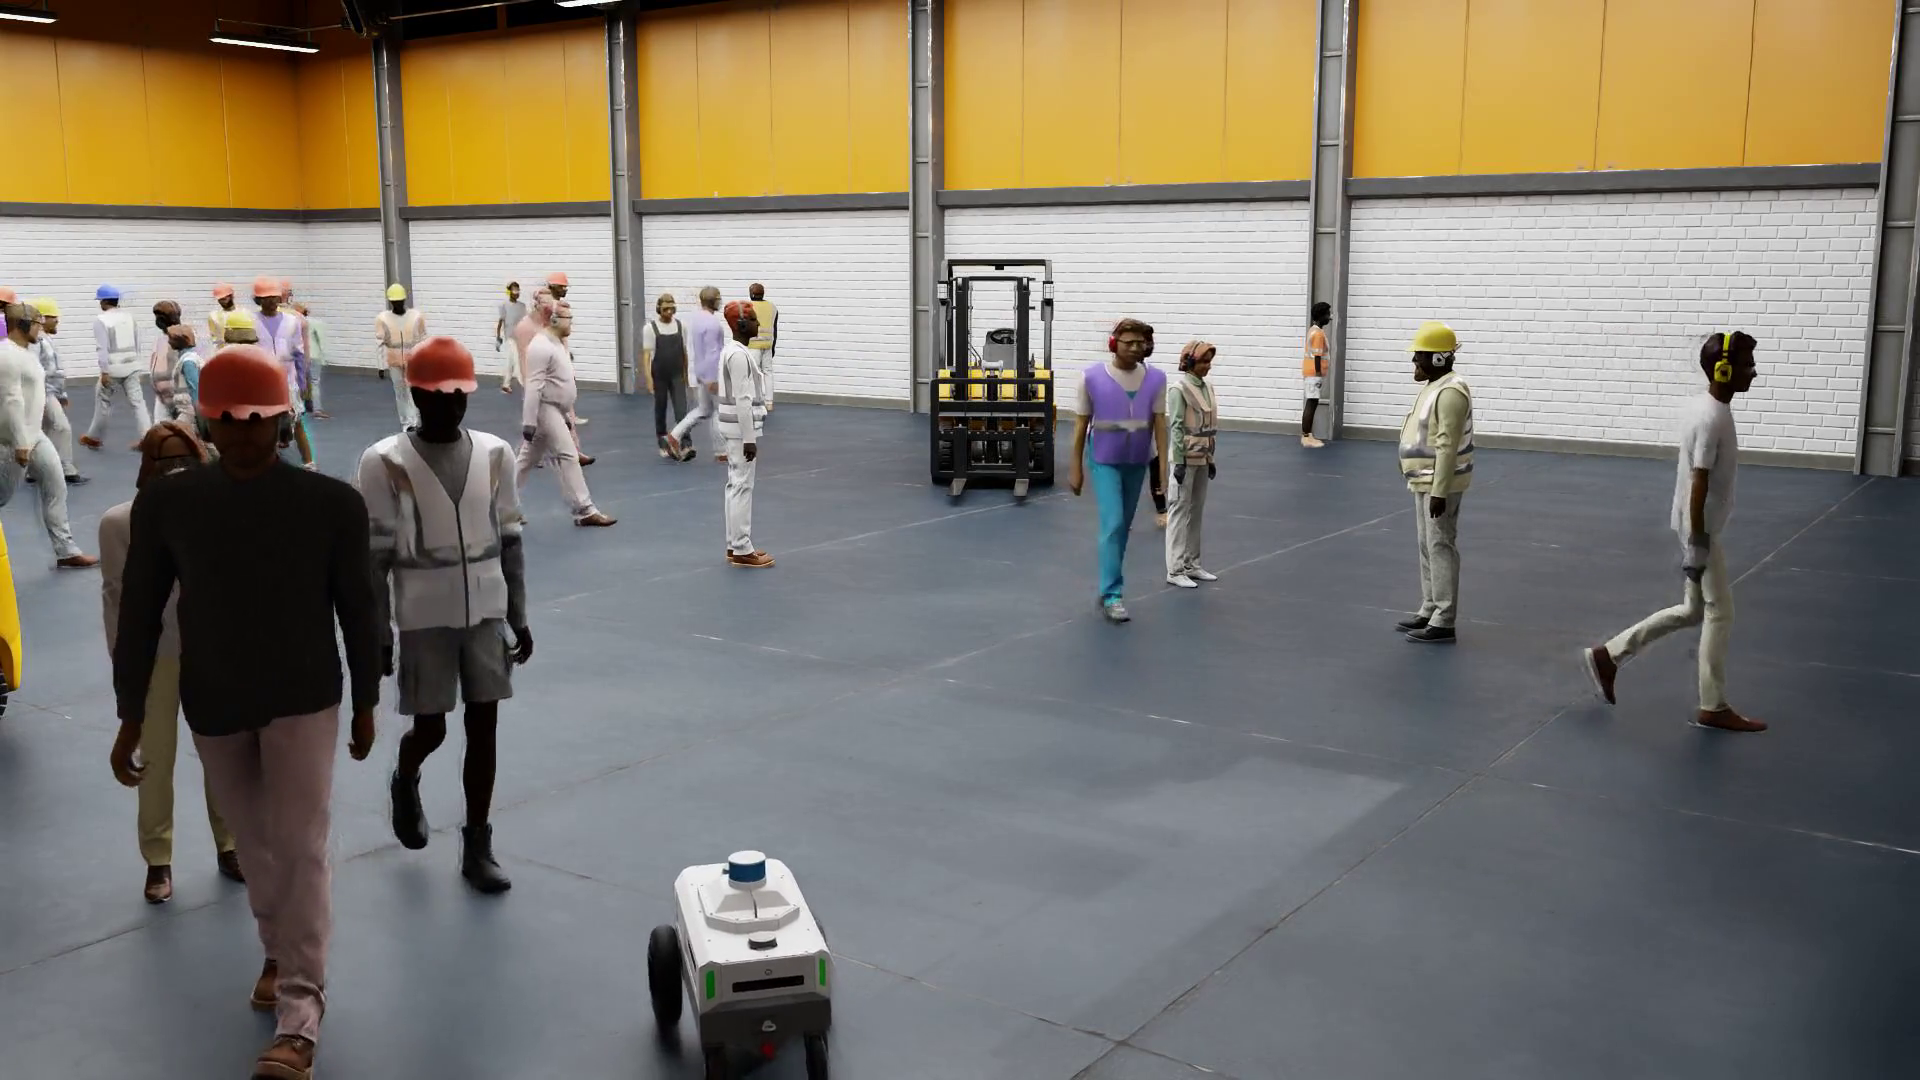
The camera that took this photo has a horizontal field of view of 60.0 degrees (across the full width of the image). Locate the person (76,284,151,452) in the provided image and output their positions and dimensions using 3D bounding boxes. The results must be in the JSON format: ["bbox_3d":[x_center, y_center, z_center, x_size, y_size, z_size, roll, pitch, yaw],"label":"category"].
[{"bbox_3d":[-9.566,-1.933,18.784,1.010,1.893,0.644,3,10,19],"label":"person"}]

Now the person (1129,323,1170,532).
[{"bbox_3d":[1.491,-0.874,13.185,0.788,1.660,0.549,4,10,22],"label":"person"}]

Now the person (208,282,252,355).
[{"bbox_3d":[-9.082,-2.277,20.838,0.556,1.903,0.572,-3,10,-18],"label":"person"}]

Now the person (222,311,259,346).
[{"bbox_3d":[-6.098,-1.107,14.385,0.508,1.734,0.487,1,10,4],"label":"person"}]

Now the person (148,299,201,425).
[{"bbox_3d":[-7.300,-1.359,15.659,0.639,1.819,0.809,7,12,37],"label":"person"}]

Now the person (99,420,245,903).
[{"bbox_3d":[-2.635,0.401,5.686,0.502,1.632,0.277,-7,12,-36],"label":"person"}]

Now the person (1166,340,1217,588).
[{"bbox_3d":[1.546,-0.510,11.100,0.308,1.638,0.511,6,11,34],"label":"person"}]

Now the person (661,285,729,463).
[{"bbox_3d":[-2.733,-1.747,17.656,0.819,1.917,0.634,-4,10,-24],"label":"person"}]

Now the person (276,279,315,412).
[{"bbox_3d":[-9.653,-2.745,23.633,0.943,1.893,0.568,0,10,0],"label":"person"}]

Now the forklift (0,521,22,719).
[{"bbox_3d":[-5.296,-0.090,6.943,1.214,2.155,2.313,7,12,35],"label":"forklift"}]

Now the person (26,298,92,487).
[{"bbox_3d":[-8.649,-1.402,15.906,0.729,1.802,0.610,-4,10,-20],"label":"person"}]

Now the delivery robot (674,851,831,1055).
[{"bbox_3d":[-0.573,1.089,4.513,0.477,0.478,0.707,-3,10,-15],"label":"delivery robot"}]

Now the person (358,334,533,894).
[{"bbox_3d":[-1.783,0.243,5.773,0.551,1.918,0.586,-7,12,-37],"label":"person"}]

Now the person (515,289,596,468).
[{"bbox_3d":[-4.240,-1.656,17.248,0.939,1.864,0.676,7,12,36],"label":"person"}]

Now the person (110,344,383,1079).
[{"bbox_3d":[-1.913,0.450,4.478,0.636,1.934,1.036,-1,10,-8],"label":"person"}]

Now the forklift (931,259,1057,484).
[{"bbox_3d":[0.370,-1.738,16.759,1.214,2.155,2.313,1,10,3],"label":"forklift"}]

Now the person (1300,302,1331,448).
[{"bbox_3d":[4.133,-1.914,19.313,0.320,1.690,0.524,1,10,7],"label":"person"}]

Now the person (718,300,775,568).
[{"bbox_3d":[-1.529,-0.747,11.776,0.355,1.885,0.575,-2,10,-14],"label":"person"}]

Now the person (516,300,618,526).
[{"bbox_3d":[-3.371,-1.018,13.528,1.040,1.855,0.654,-1,10,-4],"label":"person"}]

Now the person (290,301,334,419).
[{"bbox_3d":[-8.932,-2.459,22.801,0.609,1.612,0.309,-3,10,-16],"label":"person"}]

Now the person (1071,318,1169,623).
[{"bbox_3d":[1.014,-0.415,10.003,0.563,1.809,0.798,-4,10,-21],"label":"person"}]

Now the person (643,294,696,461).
[{"bbox_3d":[-3.135,-1.743,17.950,0.542,1.796,0.935,-5,11,-26],"label":"person"}]

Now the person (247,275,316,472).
[{"bbox_3d":[-6.494,-1.489,15.797,0.627,2.022,0.522,-6,11,-34],"label":"person"}]

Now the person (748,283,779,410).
[{"bbox_3d":[-2.921,-2.778,24.002,0.626,1.844,0.429,-9,13,-42],"label":"person"}]

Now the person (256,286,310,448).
[{"bbox_3d":[-7.880,-2.001,19.290,0.682,1.872,0.456,-2,10,-13],"label":"person"}]

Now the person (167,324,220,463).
[{"bbox_3d":[-6.927,-1.170,15.164,0.802,1.600,0.507,-4,10,-21],"label":"person"}]

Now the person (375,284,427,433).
[{"bbox_3d":[-6.817,-2.178,20.338,0.604,1.863,1.007,-3,10,-16],"label":"person"}]

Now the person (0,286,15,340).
[{"bbox_3d":[-10.240,-1.765,17.808,0.572,1.910,0.834,-6,11,-31],"label":"person"}]

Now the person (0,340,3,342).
[{"bbox_3d":[-9.707,-1.541,17.287,0.511,1.610,0.431,-2,10,-11],"label":"person"}]

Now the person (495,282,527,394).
[{"bbox_3d":[-7.170,-3.244,26.847,0.984,1.818,0.578,7,12,37],"label":"person"}]

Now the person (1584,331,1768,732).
[{"bbox_3d":[3.361,-0.044,7.701,0.744,1.854,0.529,4,10,23],"label":"person"}]

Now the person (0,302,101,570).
[{"bbox_3d":[-6.591,-0.697,11.502,1.010,1.891,0.639,-2,10,-14],"label":"person"}]

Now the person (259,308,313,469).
[{"bbox_3d":[-6.846,-1.478,16.612,0.894,1.718,0.545,4,10,22],"label":"person"}]

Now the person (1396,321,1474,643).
[{"bbox_3d":[2.700,-0.329,9.479,0.403,1.825,0.591,1,10,4],"label":"person"}]

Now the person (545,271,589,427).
[{"bbox_3d":[-5.167,-2.479,21.697,0.798,2.013,0.605,-2,10,-12],"label":"person"}]
